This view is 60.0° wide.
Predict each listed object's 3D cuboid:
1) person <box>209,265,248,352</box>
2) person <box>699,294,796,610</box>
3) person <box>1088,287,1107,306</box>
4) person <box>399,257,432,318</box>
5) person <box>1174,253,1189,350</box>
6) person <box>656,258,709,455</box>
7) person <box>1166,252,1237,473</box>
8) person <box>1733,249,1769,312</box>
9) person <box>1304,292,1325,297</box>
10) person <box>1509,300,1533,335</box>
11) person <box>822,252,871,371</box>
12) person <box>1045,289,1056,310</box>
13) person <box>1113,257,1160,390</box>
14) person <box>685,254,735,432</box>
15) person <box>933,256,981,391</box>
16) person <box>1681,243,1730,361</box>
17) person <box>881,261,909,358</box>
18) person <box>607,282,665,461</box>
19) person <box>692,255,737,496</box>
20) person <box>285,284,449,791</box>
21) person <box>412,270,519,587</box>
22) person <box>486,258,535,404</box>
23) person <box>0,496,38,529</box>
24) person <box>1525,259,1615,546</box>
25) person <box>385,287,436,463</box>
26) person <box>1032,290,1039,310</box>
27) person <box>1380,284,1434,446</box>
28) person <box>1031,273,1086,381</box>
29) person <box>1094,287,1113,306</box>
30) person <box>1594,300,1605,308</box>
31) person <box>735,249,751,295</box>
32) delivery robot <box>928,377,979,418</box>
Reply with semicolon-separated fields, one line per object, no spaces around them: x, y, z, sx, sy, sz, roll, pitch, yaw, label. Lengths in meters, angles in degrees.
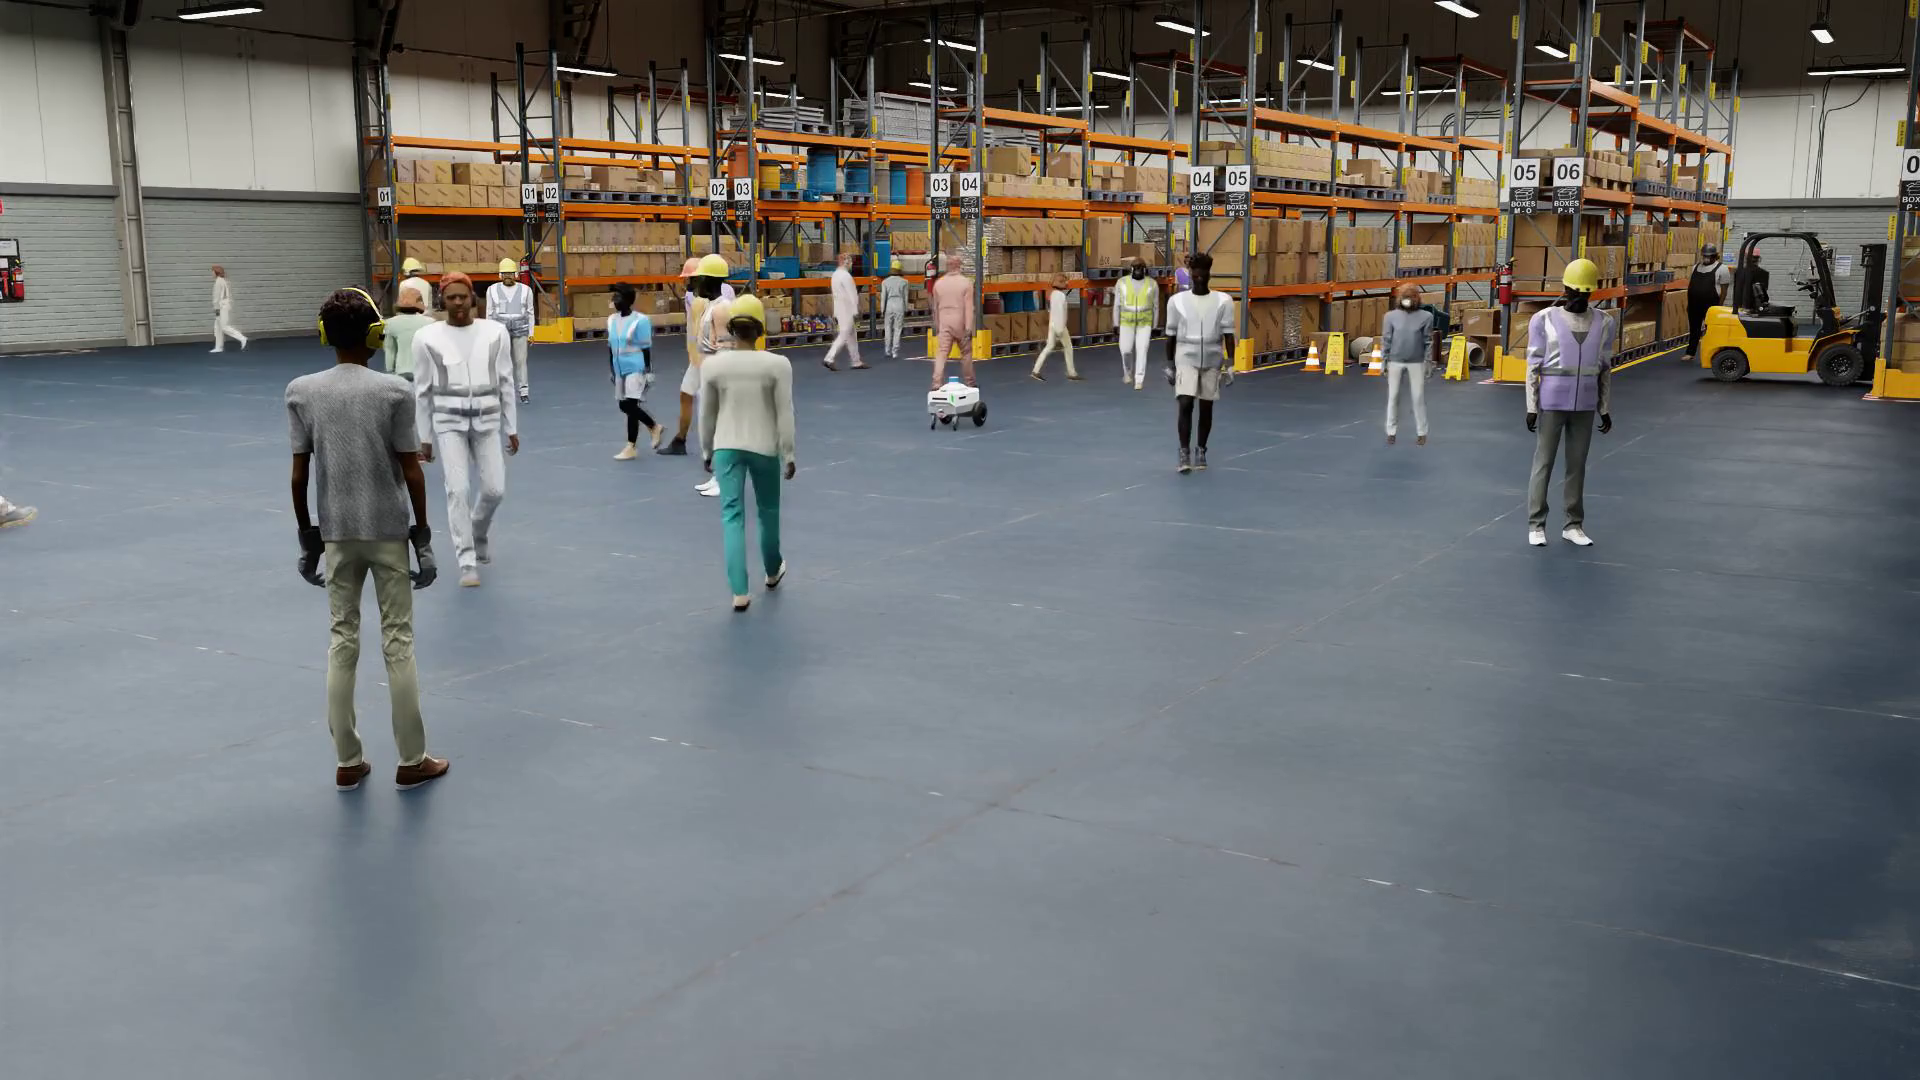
-13.622;-4.281;30.843;0.633;1.620;0.518;-3;11;-18;person
-1.192;-0.515;9.422;0.548;1.724;0.852;0;10;-1;person
3.161;-5.764;38.738;0.525;1.772;0.309;-1;10;-3;person
-7.776;-3.137;23.877;0.550;1.820;0.603;4;11;23;person
4.329;-4.504;31.485;0.563;1.838;0.388;1;10;5;person
-2.386;-1.732;15.857;0.994;1.897;0.561;1;10;6;person
2.130;-1.546;14.659;0.610;1.935;0.852;0;10;1;person
13.757;-4.094;28.961;0.594;1.925;1.035;8;13;37;person
7.883;-5.456;36.646;0.673;1.912;0.407;7;12;33;person
10.589;-4.615;31.523;0.609;2.048;0.367;8;13;38;person
-1.834;-3.636;26.515;0.829;1.878;0.645;-3;11;-16;person
1.886;-5.151;35.609;0.835;1.658;0.534;-8;13;-38;person
2.450;-3.004;23.095;0.645;1.832;0.506;1;10;6;person
-2.600;-2.084;17.742;0.643;1.909;0.410;6;12;29;person
-0.071;-2.907;22.497;0.663;1.857;0.990;6;12;30;person
12.702;-4.052;28.383;0.537;2.000;0.678;-9;13;-40;person
-1.162;-4.109;29.674;0.496;1.689;0.896;0;10;0;person
-3.045;-1.599;15.684;0.542;1.677;0.691;8;13;36;person
-1.962;-1.318;13.378;0.355;1.930;0.587;-3;10;-15;person
-2.198;0.002;6.152;0.520;1.873;0.328;0;10;1;person
-2.956;-0.672;9.938;0.591;1.866;0.552;-5;11;-25;person
-5.651;-2.616;20.924;0.596;1.832;0.404;-3;11;-17;person
-7.119;-0.991;11.539;0.648;1.936;1.049;9;13;41;person
4.078;-0.910;11.131;0.585;1.918;0.379;-1;10;-3;person
-5.041;-1.529;15.453;0.519;1.618;0.532;2;10;10;person
1.795;-5.437;36.438;0.377;1.937;0.629;-7;13;-36;person
4.495;-1.754;16.723;0.530;1.620;0.309;4;11;19;person
1.424;-3.127;24.460;0.833;1.593;0.510;-3;11;-19;person
3.510;-6.311;41.384;0.653;1.915;0.619;5;11;28;person
15.263;-5.967;39.466;0.542;1.921;0.640;7;12;34;person
-5.721;-6.610;43.204;0.594;1.872;1.010;8;13;37;person
-0.069;-1.550;18.271;0.477;0.478;0.707;5;11;25;delivery robot
